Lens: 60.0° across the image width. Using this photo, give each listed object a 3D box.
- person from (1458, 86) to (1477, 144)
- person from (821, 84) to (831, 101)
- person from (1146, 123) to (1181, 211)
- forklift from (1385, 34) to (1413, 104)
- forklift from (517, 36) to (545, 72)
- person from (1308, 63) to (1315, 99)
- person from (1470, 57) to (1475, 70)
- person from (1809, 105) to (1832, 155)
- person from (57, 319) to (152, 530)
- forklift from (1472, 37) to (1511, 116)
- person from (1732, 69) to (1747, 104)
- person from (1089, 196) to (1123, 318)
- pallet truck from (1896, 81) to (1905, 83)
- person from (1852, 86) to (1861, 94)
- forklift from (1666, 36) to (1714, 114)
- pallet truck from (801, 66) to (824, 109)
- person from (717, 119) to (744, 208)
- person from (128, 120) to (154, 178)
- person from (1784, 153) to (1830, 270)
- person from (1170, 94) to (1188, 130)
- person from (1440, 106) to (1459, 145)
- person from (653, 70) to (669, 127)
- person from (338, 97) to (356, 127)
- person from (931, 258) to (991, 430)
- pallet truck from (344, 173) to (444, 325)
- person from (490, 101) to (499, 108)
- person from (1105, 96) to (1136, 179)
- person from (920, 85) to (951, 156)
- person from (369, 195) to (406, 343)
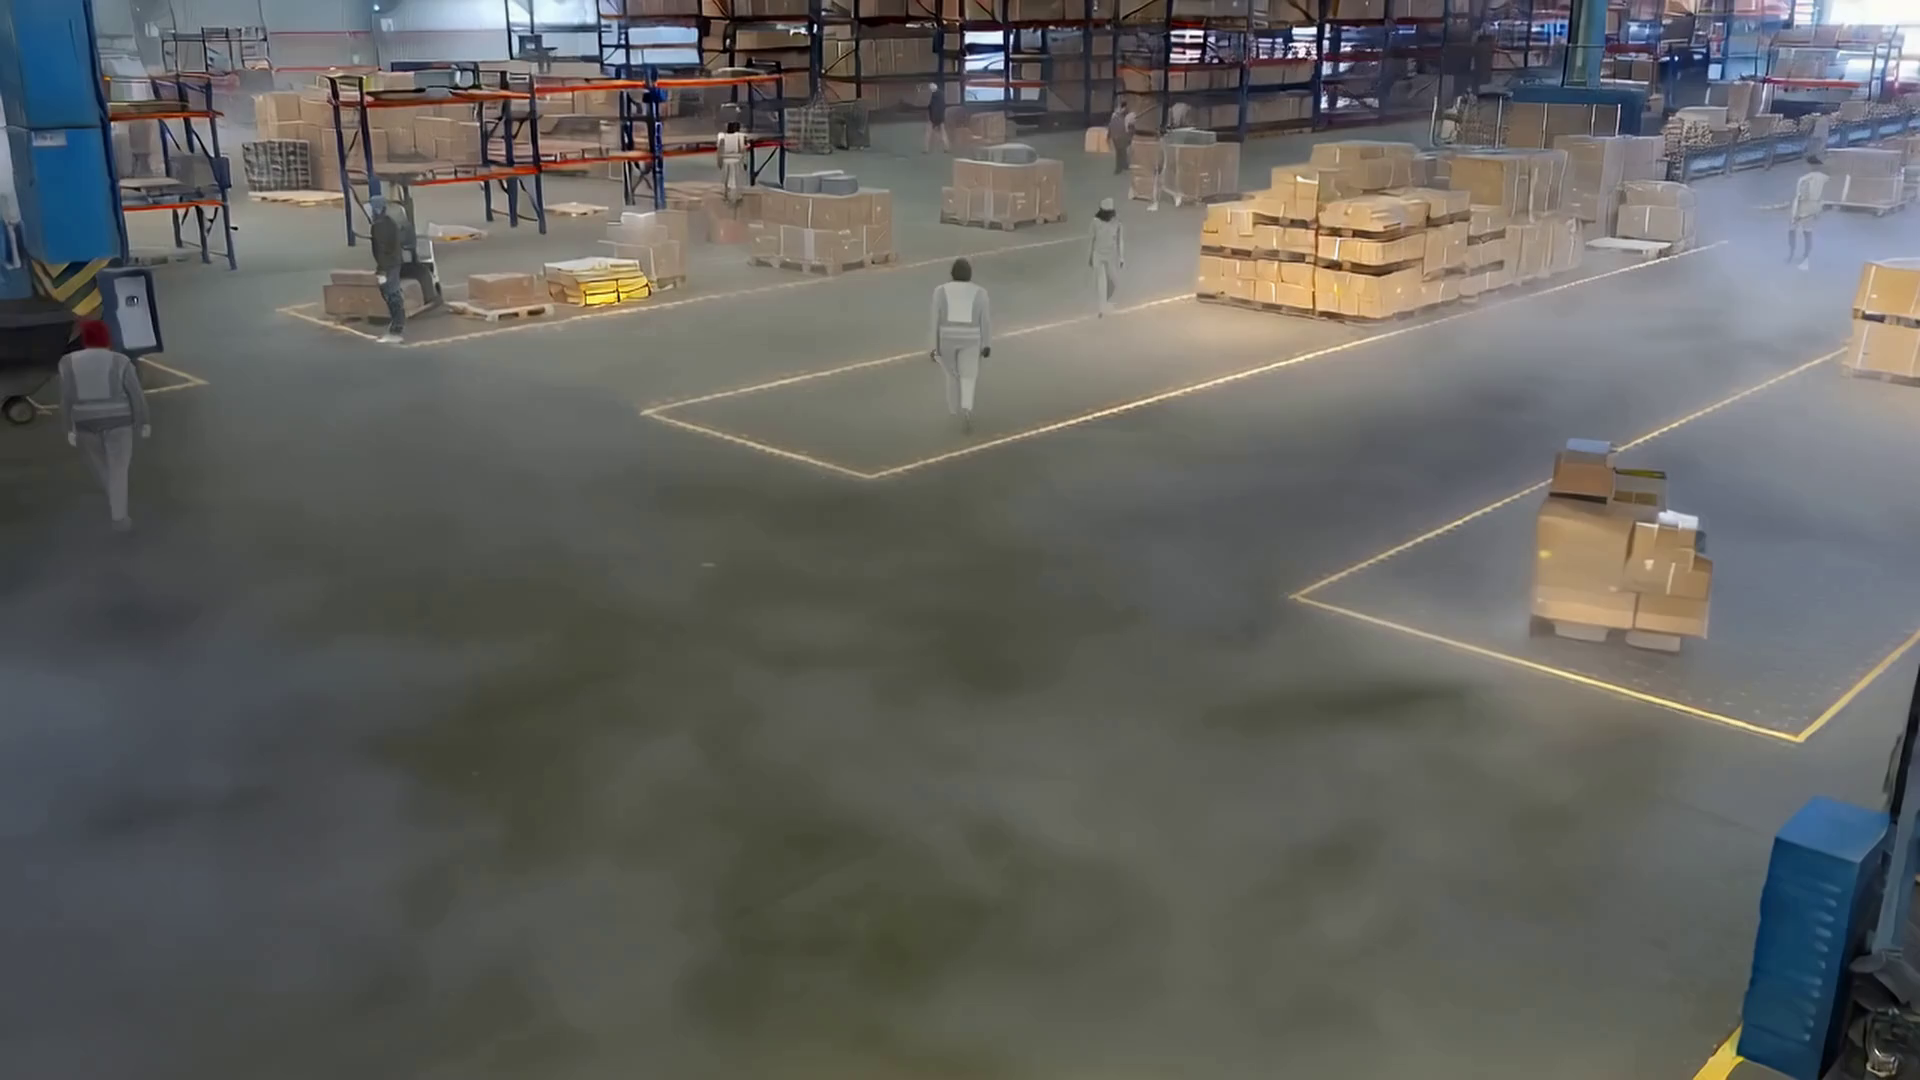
[{"bbox_3d":[14.773,-12.364,48.705,0.599,1.811,0.629,13,23,35],"label":"person"},{"bbox_3d":[-4.214,-13.650,52.865,0.365,1.623,0.531,9,20,24],"label":"person"},{"bbox_3d":[4.319,-7.871,35.125,0.645,1.847,0.521,-3,19,-9],"label":"person"},{"bbox_3d":[16.919,-18.087,64.274,1.873,2.768,1.129,16,24,40],"label":"forklift"},{"bbox_3d":[-16.076,-17.514,62.550,1.873,2.768,1.129,16,24,40],"label":"forklift"},{"bbox_3d":[14.621,-19.077,69.006,0.596,1.771,0.961,5,19,14],"label":"person"},{"bbox_3d":[20.564,-18.449,66.906,0.547,1.906,0.897,17,25,41],"label":"person"},{"bbox_3d":[22.509,-10.555,43.537,0.533,1.618,0.345,17,25,42],"label":"person"},{"bbox_3d":[-7.449,-1.047,14.607,0.659,1.802,0.894,-3,19,-10],"label":"person"},{"bbox_3d":[19.341,-17.173,61.521,1.873,2.768,1.129,17,25,41],"label":"forklift"},{"bbox_3d":[29.001,-16.720,62.023,0.537,1.675,0.577,5,19,15],"label":"person"},{"bbox_3d":[2.083,-4.076,23.859,0.491,1.726,0.569,0,18,0],"label":"person"},{"bbox_3d":[34.802,-16.331,61.455,0.653,1.274,1.630,17,25,41],"label":"pallet truck"},{"bbox_3d":[32.097,-15.933,59.564,0.433,1.736,0.550,2,18,6],"label":"person"},{"bbox_3d":[27.341,-17.291,61.877,1.129,2.768,1.873,17,25,41],"label":"forklift"},{"bbox_3d":[-4.812,-15.182,56.903,0.823,1.965,1.885,-9,21,-26],"label":"pallet truck"},{"bbox_3d":[-4.912,-8.091,35.739,0.572,1.876,0.355,-6,19,-18],"label":"person"},{"bbox_3d":[-19.013,-9.054,38.570,0.532,1.907,0.623,8,20,23],"label":"person"},{"bbox_3d":[14.198,-5.517,27.909,0.567,1.915,0.592,-1,18,-4],"label":"person"},{"bbox_3d":[6.163,-11.765,47.092,0.542,1.677,0.540,-14,23,-36],"label":"person"},{"bbox_3d":[11.418,-9.145,38.832,0.397,1.929,0.541,-9,20,-25],"label":"person"},{"bbox_3d":[-10.140,-14.981,56.437,0.588,1.911,0.396,7,20,21],"label":"person"},{"bbox_3d":[-15.699,-10.308,42.385,0.658,1.885,1.000,-5,19,-14],"label":"person"},{"bbox_3d":[0.009,-2.093,17.776,0.643,1.812,0.837,1,18,3],"label":"person"},{"bbox_3d":[-8.209,-4.181,23.757,0.823,1.965,1.885,3,19,9],"label":"pallet truck"},{"bbox_3d":[-15.164,-14.120,54.296,0.636,1.618,0.513,11,21,30],"label":"person"},{"bbox_3d":[4.029,-10.068,41.428,1.031,2.000,0.694,-16,24,-40],"label":"person"},{"bbox_3d":[-0.647,-11.785,46.763,1.046,1.946,0.634,15,23,37],"label":"person"},{"bbox_3d":[-7.618,-3.600,22.100,0.372,1.940,0.632,-2,18,-5],"label":"person"}]
